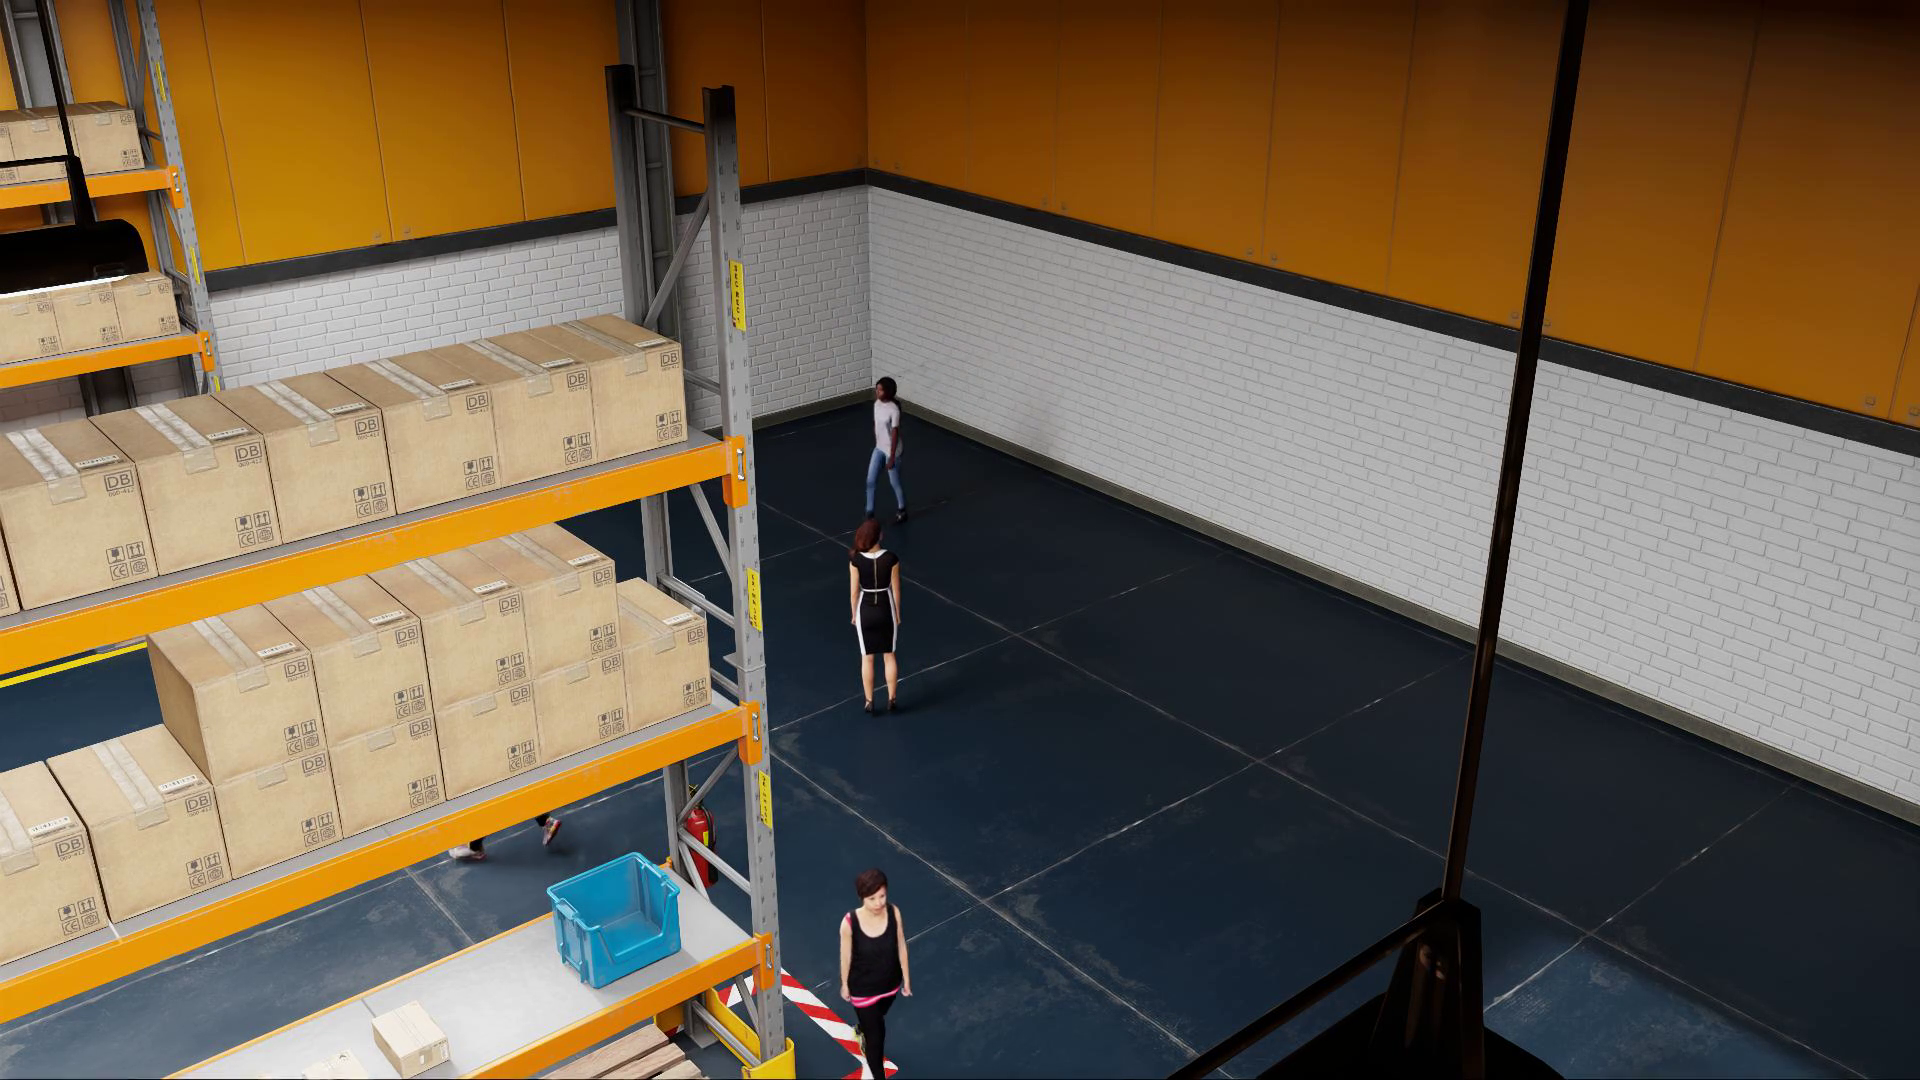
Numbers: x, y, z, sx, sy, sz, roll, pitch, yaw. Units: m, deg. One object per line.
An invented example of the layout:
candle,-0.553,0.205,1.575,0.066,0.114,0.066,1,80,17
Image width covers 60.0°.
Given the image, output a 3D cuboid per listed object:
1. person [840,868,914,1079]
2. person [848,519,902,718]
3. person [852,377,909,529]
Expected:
person,-0.538,2.604,9.985,1.008,1.515,0.758,-12,26,-25
person,-0.708,0.666,14.069,0.618,1.796,0.707,-1,24,-2
person,-0.709,-0.950,17.884,0.890,1.700,0.612,-18,30,-36
